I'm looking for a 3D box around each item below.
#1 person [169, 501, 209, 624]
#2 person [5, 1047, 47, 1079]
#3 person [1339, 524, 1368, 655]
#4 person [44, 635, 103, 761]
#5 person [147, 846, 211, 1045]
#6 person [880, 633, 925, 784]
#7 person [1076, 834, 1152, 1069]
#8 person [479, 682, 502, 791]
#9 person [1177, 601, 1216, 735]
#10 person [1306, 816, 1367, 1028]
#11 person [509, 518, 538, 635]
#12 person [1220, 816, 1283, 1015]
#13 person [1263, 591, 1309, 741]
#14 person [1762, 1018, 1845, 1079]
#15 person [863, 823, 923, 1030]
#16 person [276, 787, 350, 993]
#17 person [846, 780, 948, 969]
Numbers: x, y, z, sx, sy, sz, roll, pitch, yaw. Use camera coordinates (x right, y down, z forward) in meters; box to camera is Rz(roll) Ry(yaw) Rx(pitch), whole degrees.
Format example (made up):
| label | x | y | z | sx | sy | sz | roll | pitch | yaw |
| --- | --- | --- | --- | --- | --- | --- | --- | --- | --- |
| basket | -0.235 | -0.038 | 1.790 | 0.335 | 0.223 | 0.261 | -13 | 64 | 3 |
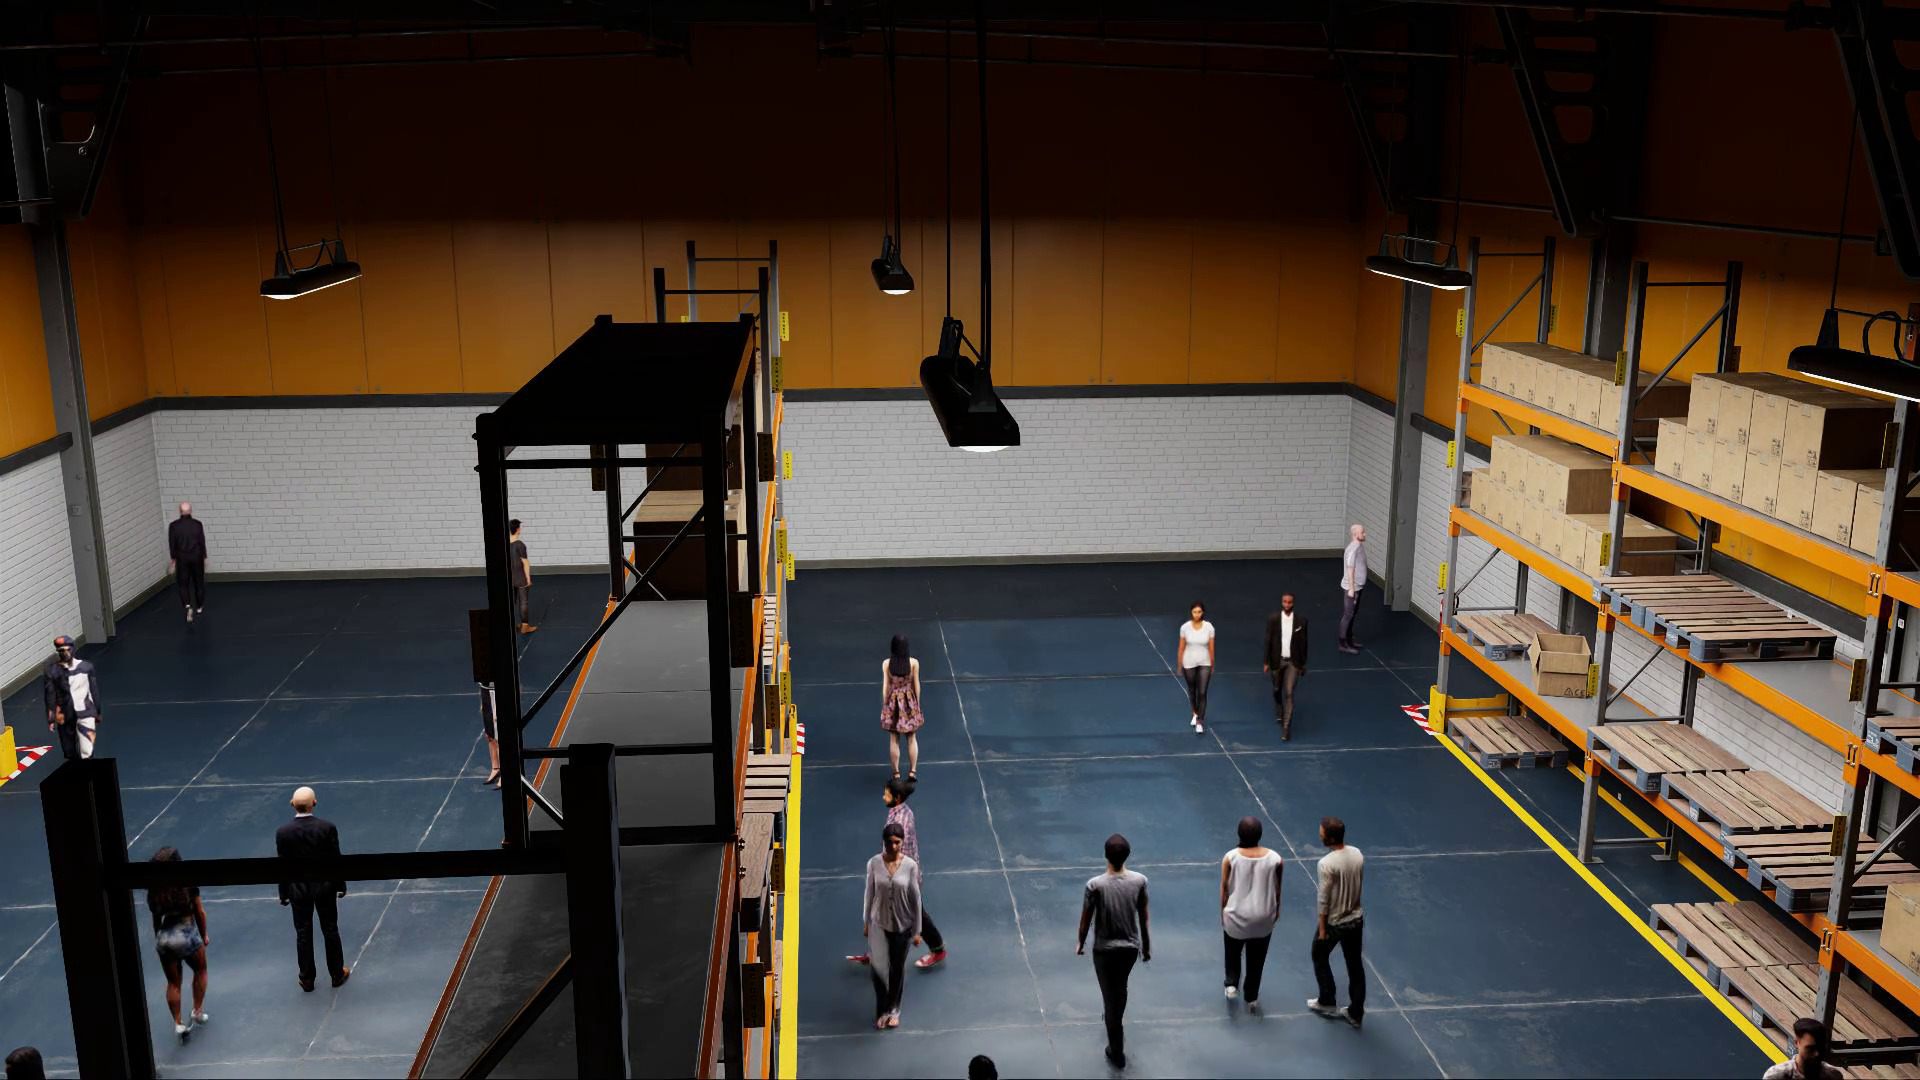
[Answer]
| label | x | y | z | sx | sy | sz | roll | pitch | yaw |
| --- | --- | --- | --- | --- | --- | --- | --- | --- | --- |
| person | -11.560 | 0.352 | 24.932 | 0.934 | 1.810 | 1.212 | -6 | 15 | -23 |
| person | -5.650 | 3.922 | 10.275 | 0.687 | 1.769 | 0.723 | 9 | 16 | 32 |
| person | 5.576 | 0.666 | 23.590 | 0.808 | 1.831 | 0.707 | 7 | 15 | 27 |
| person | -9.721 | 1.932 | 18.290 | 0.963 | 1.866 | 1.217 | -7 | 15 | -26 |
| person | -6.272 | 3.280 | 13.306 | 0.592 | 1.591 | 0.615 | 0 | 14 | 2 |
| person | -0.656 | 1.891 | 18.655 | 0.643 | 1.773 | 0.642 | -1 | 14 | -5 |
| person | 1.236 | 3.245 | 12.955 | 0.781 | 1.825 | 0.977 | -3 | 14 | -12 |
| person | -5.217 | 1.896 | 18.588 | 0.707 | 1.795 | 0.608 | -11 | 18 | -39 |
| person | 2.924 | 1.523 | 20.493 | 0.784 | 1.623 | 0.983 | 4 | 14 | 14 |
| person | 3.159 | 3.135 | 13.515 | 0.900 | 1.775 | 0.894 | -6 | 15 | -22 |
| person | -6.515 | 0.523 | 24.422 | 0.705 | 1.719 | 0.706 | 5 | 15 | 21 |
| person | 2.388 | 3.120 | 13.785 | 0.724 | 1.676 | 0.720 | 3 | 14 | 10 |
| person | 3.974 | 1.491 | 20.323 | 0.938 | 1.766 | 1.244 | 4 | 14 | 14 |
| person | 5.258 | 3.847 | 10.486 | 0.662 | 1.816 | 0.556 | -1 | 14 | -3 |
| person | -0.558 | 3.116 | 13.623 | 0.649 | 1.761 | 0.659 | 0 | 14 | 0 |
| person | -5.524 | 2.964 | 14.171 | 0.741 | 1.798 | 0.650 | -4 | 14 | -18 |
| person | -0.428 | 2.935 | 14.462 | 0.916 | 1.717 | 1.096 | -3 | 14 | -11 |
